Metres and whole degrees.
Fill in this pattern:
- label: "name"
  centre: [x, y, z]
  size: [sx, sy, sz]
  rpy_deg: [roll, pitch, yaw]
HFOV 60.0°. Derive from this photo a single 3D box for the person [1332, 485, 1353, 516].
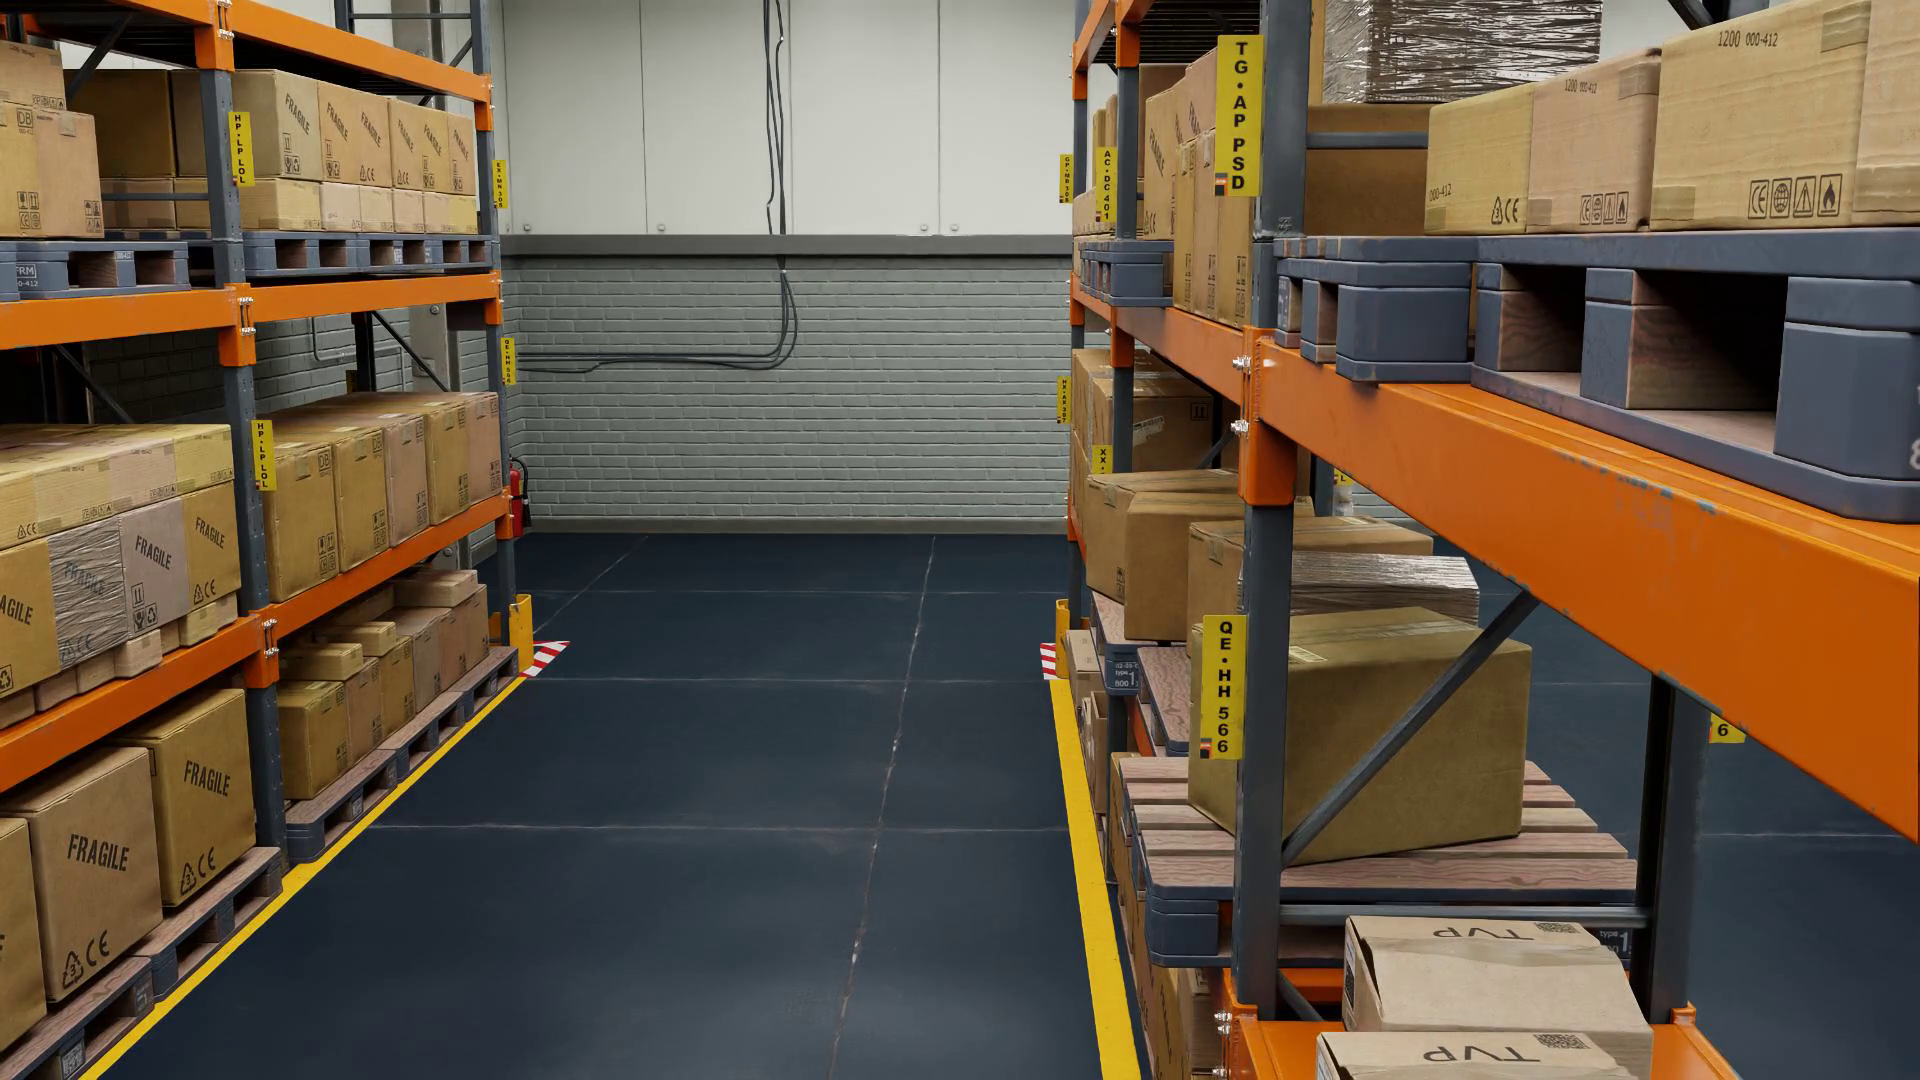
- label: "person"
  centre: [2.512, -0.007, 11.812]
  size: [0.582, 1.913, 0.541]
  rpy_deg: [-4, 11, -19]
